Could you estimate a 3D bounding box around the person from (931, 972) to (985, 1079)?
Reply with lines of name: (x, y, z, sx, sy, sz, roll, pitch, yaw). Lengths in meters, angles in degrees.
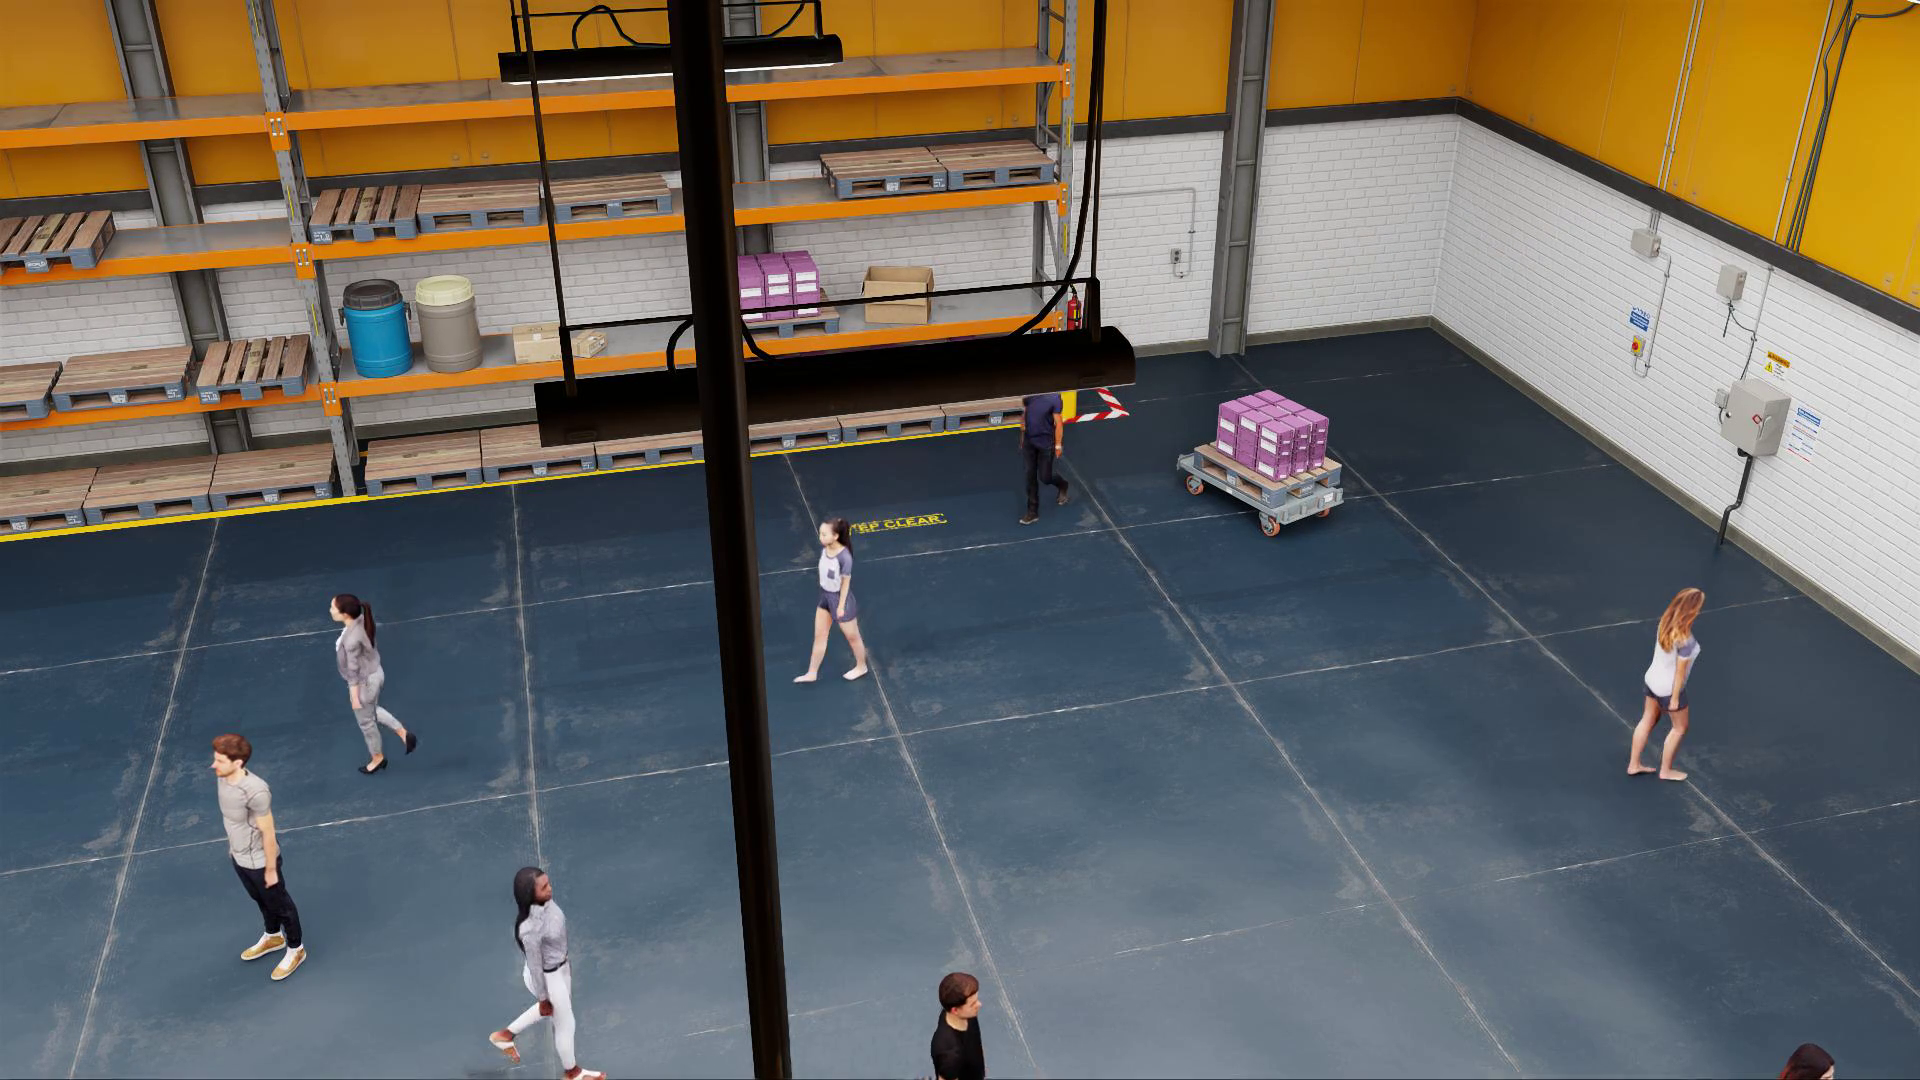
person: (-0.093, 3.128, 9.341, 1.276, 1.834, 0.962, 2, 29, 4)

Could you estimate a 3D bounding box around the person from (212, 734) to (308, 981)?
person: (-4.733, 2.093, 11.175, 0.737, 1.894, 0.769, 20, 34, 32)

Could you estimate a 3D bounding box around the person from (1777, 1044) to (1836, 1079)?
person: (4.472, 3.390, 9.041, 0.609, 1.660, 0.717, -25, 38, -38)

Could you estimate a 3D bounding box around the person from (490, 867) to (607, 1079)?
person: (-2.619, 2.699, 10.254, 1.008, 1.712, 0.748, 0, 29, 0)

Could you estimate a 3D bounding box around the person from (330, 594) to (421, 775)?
person: (-4.621, 1.141, 13.158, 0.808, 1.667, 0.716, -1, 29, -1)

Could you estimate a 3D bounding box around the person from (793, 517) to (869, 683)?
person: (-0.977, 0.509, 14.363, 1.007, 1.622, 0.812, -19, 34, -31)

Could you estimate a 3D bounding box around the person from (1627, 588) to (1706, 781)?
person: (5.484, 1.151, 13.088, 0.738, 1.717, 0.690, -2, 29, -4)

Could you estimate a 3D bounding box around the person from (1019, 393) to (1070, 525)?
person: (0.877, -1.027, 17.024, 0.946, 1.771, 1.048, 21, 35, 33)
